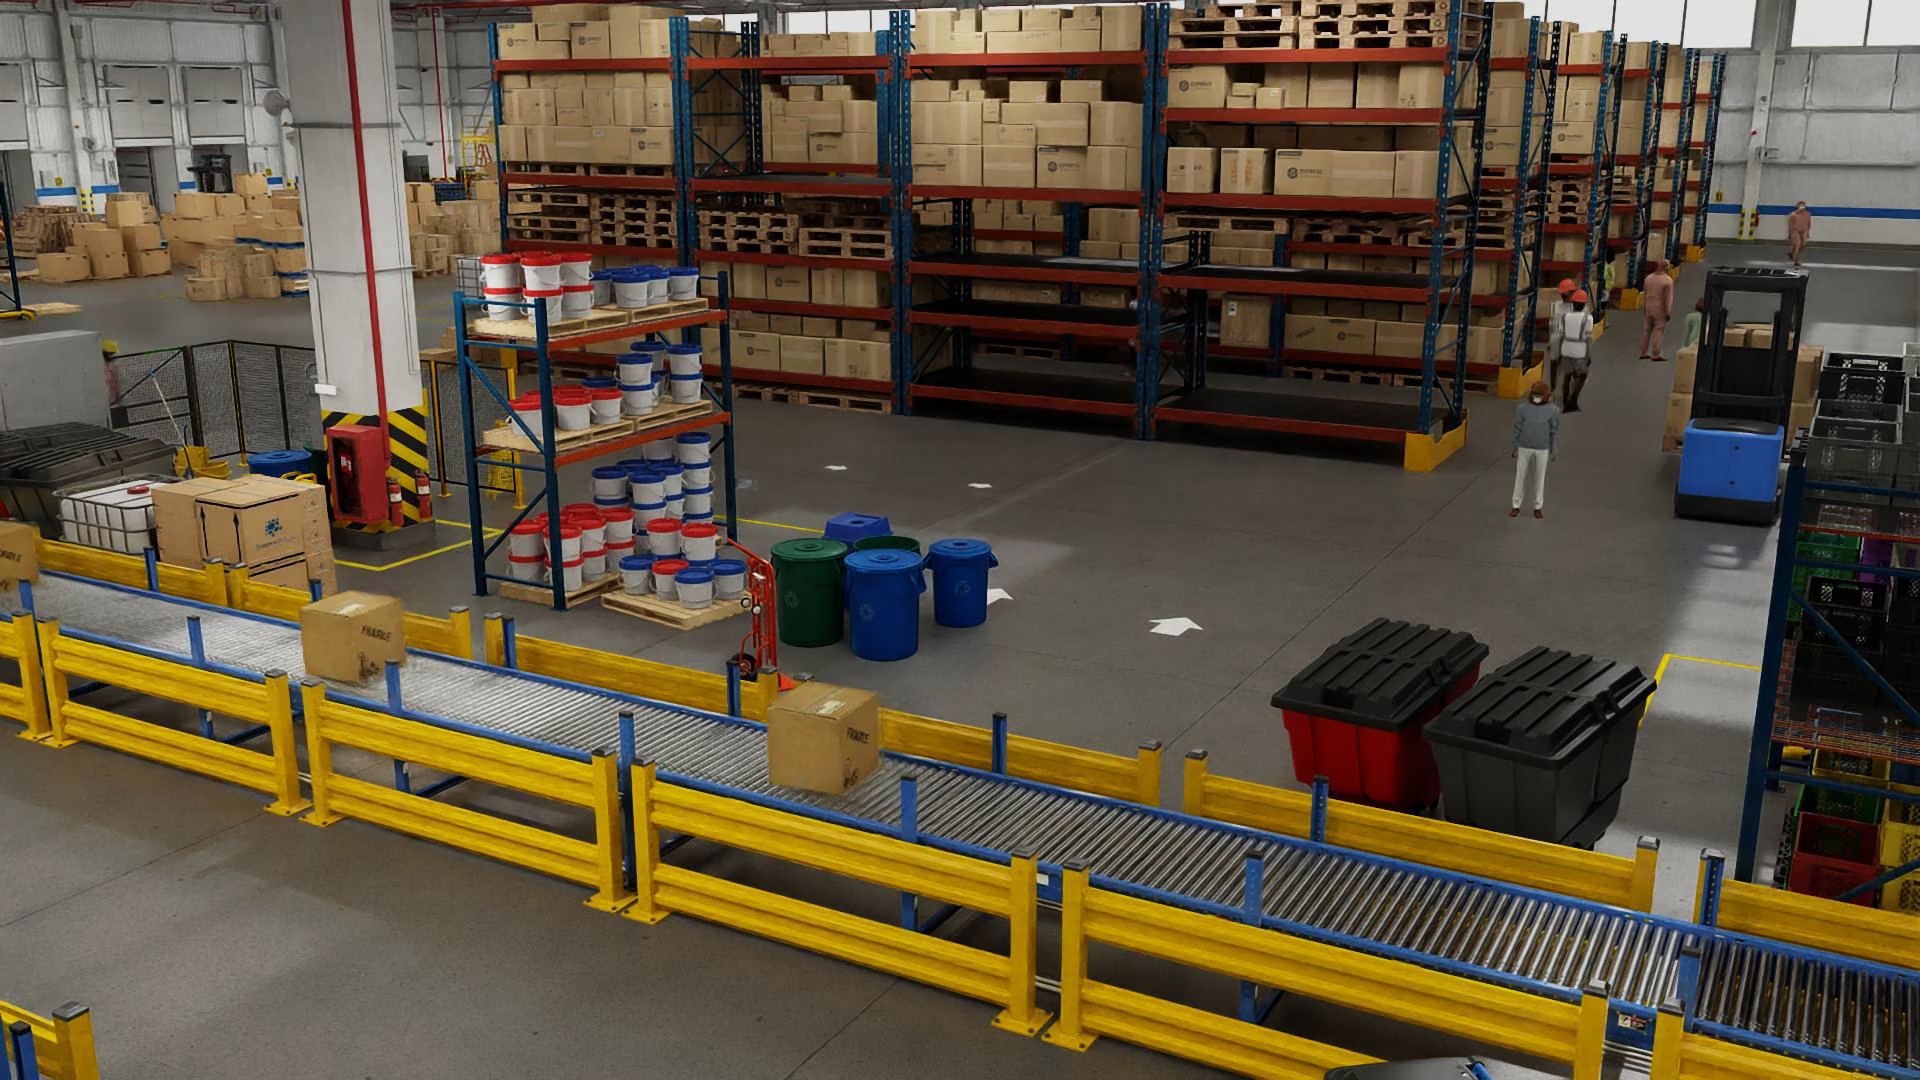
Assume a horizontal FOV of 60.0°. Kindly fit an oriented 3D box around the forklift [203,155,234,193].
[{"bbox_3d":[-26.676,-12.494,60.067,1.129,2.768,1.873,3,15,11],"label":"forklift"}]

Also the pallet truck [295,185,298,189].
[{"bbox_3d":[-26.804,-14.617,69.738,1.885,1.965,0.823,-14,20,-42],"label":"pallet truck"}]

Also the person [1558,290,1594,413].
[{"bbox_3d":[9.596,-2.927,25.941,0.567,1.922,0.401,14,20,43],"label":"person"}]

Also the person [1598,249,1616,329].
[{"bbox_3d":[13.827,-5.381,35.612,0.319,1.690,0.527,9,17,29],"label":"person"}]

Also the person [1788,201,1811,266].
[{"bbox_3d":[24.699,-9.041,48.995,0.661,1.882,0.577,-2,15,-9],"label":"person"}]

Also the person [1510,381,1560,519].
[{"bbox_3d":[6.719,-1.056,19.458,0.503,1.632,0.287,5,16,20],"label":"person"}]

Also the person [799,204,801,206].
[{"bbox_3d":[-4.377,-8.572,47.177,0.390,1.914,0.587,1,15,5],"label":"person"}]

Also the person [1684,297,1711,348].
[{"bbox_3d":[12.332,-3.248,27.713,0.521,1.613,0.559,11,18,35],"label":"person"}]

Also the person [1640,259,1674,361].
[{"bbox_3d":[13.081,-4.299,31.151,0.398,1.899,0.650,-7,17,-26],"label":"person"}]

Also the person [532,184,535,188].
[{"bbox_3d":[-17.021,-13.491,66.098,0.530,1.689,0.321,3,15,10],"label":"person"}]

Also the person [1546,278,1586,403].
[{"bbox_3d":[9.829,-3.228,26.912,0.774,2.022,0.611,-13,19,-40],"label":"person"}]

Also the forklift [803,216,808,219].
[{"bbox_3d":[-3.181,-4.748,30.950,1.873,2.768,1.129,8,17,28],"label":"forklift"}]

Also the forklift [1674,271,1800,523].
[{"bbox_3d":[9.269,-1.763,19.726,1.129,2.768,1.873,8,17,27],"label":"forklift"}]

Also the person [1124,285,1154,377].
[{"bbox_3d":[3.161,-3.705,29.310,0.447,1.689,0.539,7,16,24],"label":"person"}]

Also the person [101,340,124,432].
[{"bbox_3d":[-11.253,-1.776,21.994,0.859,1.708,0.543,0,15,1],"label":"person"}]

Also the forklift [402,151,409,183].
[{"bbox_3d":[-21.612,-13.646,64.399,1.873,2.768,1.129,1,15,2],"label":"forklift"}]

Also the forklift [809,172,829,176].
[{"bbox_3d":[-5.181,-12.877,61.509,1.873,2.768,1.129,8,17,28],"label":"forklift"}]
